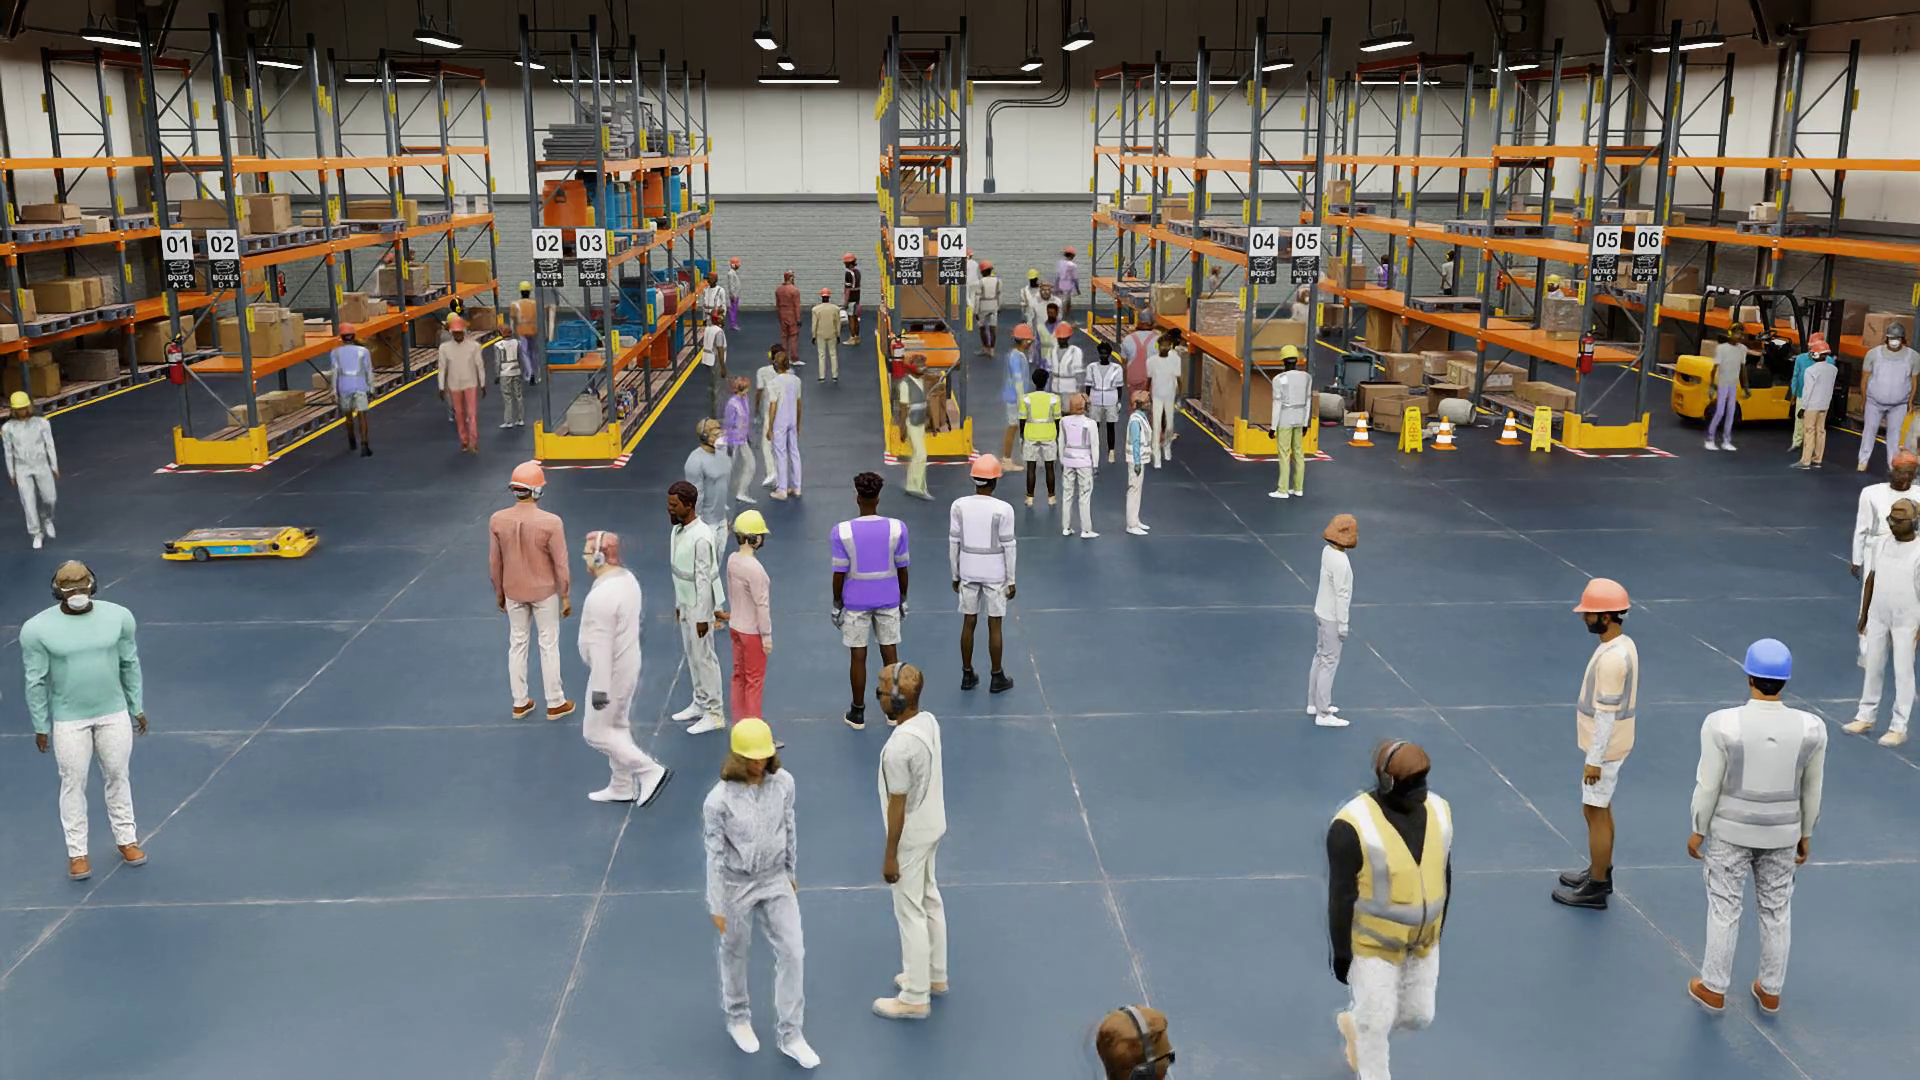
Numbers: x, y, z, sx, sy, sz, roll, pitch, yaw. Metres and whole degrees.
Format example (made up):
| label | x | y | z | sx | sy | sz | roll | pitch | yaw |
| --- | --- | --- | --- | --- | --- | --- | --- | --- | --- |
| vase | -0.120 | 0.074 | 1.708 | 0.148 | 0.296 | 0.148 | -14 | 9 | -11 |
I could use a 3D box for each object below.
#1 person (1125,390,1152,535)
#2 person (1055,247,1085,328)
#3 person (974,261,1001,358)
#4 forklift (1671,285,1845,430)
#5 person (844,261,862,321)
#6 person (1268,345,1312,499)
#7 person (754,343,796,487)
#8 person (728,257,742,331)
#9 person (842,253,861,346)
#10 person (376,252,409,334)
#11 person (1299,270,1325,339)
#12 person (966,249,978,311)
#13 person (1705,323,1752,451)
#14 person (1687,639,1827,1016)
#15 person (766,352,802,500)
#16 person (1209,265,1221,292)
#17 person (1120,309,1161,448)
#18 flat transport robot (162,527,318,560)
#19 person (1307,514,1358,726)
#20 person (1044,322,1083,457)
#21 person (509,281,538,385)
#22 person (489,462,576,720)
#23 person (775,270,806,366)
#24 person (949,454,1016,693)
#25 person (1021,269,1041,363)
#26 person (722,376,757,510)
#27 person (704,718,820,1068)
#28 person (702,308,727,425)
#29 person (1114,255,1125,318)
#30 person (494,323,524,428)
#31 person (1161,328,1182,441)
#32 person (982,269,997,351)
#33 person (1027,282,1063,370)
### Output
| label | x | y | z | sx | sy | sz | roll | pitch | yaw |
| --- | --- | --- | --- | --- | --- | --- | --- | --- | --- |
| person | 2.024 | -0.886 | 18.879 | 0.306 | 1.639 | 0.523 | 3 | 14 | 11 |
| person | 2.646 | -6.029 | 39.929 | 1.043 | 1.975 | 0.605 | -7 | 15 | -28 |
| person | 0.584 | -4.815 | 34.732 | 0.684 | 2.005 | 0.694 | -5 | 14 | -22 |
| forklift | 12.503 | -2.886 | 26.166 | 2.313 | 2.155 | 1.214 | -1 | 13 | -3 |
| person | -2.701 | -6.335 | 41.977 | 0.500 | 1.633 | 0.286 | -10 | 17 | -37 |
| person | 4.093 | -1.466 | 20.746 | 0.590 | 1.914 | 0.395 | -7 | 15 | -27 |
| person | -2.367 | -1.614 | 21.554 | 0.575 | 1.833 | 0.619 | -5 | 14 | -19 |
| person | -5.384 | -5.899 | 39.877 | 0.345 | 1.746 | 0.573 | 0 | 13 | 1 |
| person | -2.422 | -5.333 | 36.886 | 0.400 | 2.035 | 0.601 | 5 | 14 | 19 |
| person | -13.223 | -5.698 | 38.621 | 0.986 | 1.940 | 0.672 | 1 | 13 | 2 |
| person | 8.082 | -5.564 | 38.194 | 0.607 | 1.876 | 0.442 | 4 | 14 | 15 |
| person | 0.280 | -6.710 | 43.343 | 0.579 | 1.735 | 0.537 | -10 | 16 | -35 |
| person | 11.107 | -2.202 | 24.005 | 0.524 | 1.854 | 0.450 | -4 | 14 | -17 |
| person | 3.970 | 1.445 | 8.345 | 0.607 | 1.947 | 0.406 | 2 | 13 | 7 |
| person | -2.190 | -1.421 | 20.706 | 0.325 | 1.843 | 0.517 | 13 | 18 | 43 |
| person | 5.954 | -5.615 | 38.918 | 0.310 | 1.638 | 0.522 | 6 | 15 | 24 |
| person | 2.696 | -2.361 | 24.269 | 0.698 | 2.000 | 0.536 | 5 | 14 | 19 |
| flat transport robot | -7.756 | 0.028 | 17.939 | 1.431 | 0.197 | 0.652 | -1 | 13 | -6 |
| person | 2.845 | 0.597 | 12.634 | 0.288 | 1.626 | 0.497 | 0 | 13 | -2 |
| person | 1.434 | -2.114 | 23.467 | 0.590 | 1.919 | 0.395 | 10 | 16 | 36 |
| person | -8.026 | -3.843 | 30.862 | 0.594 | 1.904 | 0.833 | -8 | 15 | -30 |
| person | -3.260 | 0.392 | 12.703 | 0.624 | 1.992 | 0.386 | 2 | 13 | 10 |
| person | -3.407 | -4.467 | 33.478 | 0.642 | 1.909 | 0.410 | 11 | 17 | 39 |
| person | 0.197 | 0.267 | 13.359 | 0.553 | 1.935 | 0.364 | 5 | 14 | 21 |
| person | 1.531 | -4.580 | 33.936 | 0.592 | 1.915 | 0.592 | 3 | 14 | 12 |
| person | -2.724 | -1.184 | 20.196 | 0.554 | 1.610 | 0.587 | 3 | 14 | 11 |
| person | -0.935 | 1.673 | 7.848 | 0.516 | 1.716 | 0.714 | -9 | 16 | -33 |
| person | -3.877 | -2.751 | 26.352 | 0.395 | 1.839 | 0.564 | -8 | 15 | -29 |
| person | 4.092 | -6.498 | 42.669 | 0.287 | 1.633 | 0.497 | -1 | 13 | -5 |
| person | -7.049 | -2.566 | 26.001 | 0.311 | 1.639 | 0.513 | 10 | 16 | 36 |
| person | 3.152 | -2.336 | 24.922 | 0.319 | 1.689 | 0.539 | 2 | 13 | 9 |
| person | 0.641 | -4.990 | 35.997 | 0.312 | 1.767 | 0.533 | 5 | 14 | 19 |
| person | 1.570 | -3.798 | 30.704 | 0.685 | 1.874 | 0.834 | 1 | 13 | 2 |
